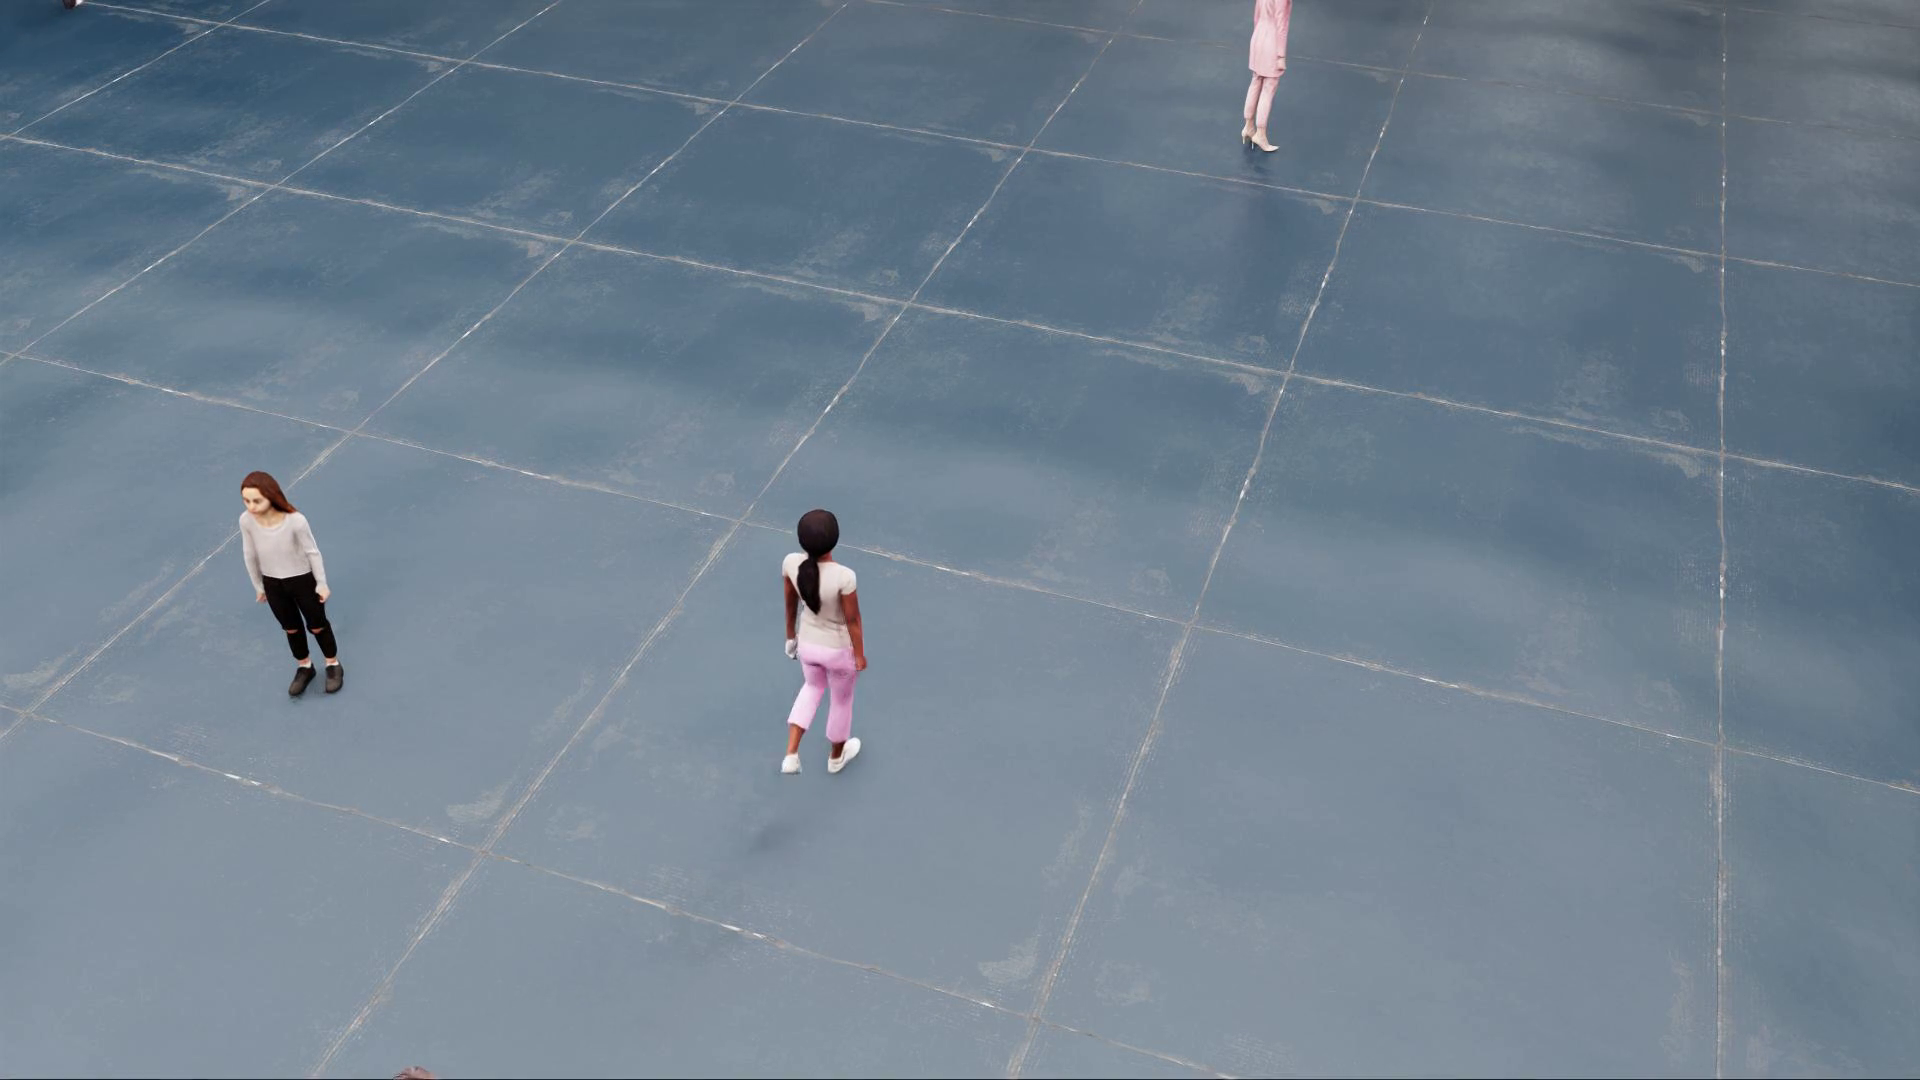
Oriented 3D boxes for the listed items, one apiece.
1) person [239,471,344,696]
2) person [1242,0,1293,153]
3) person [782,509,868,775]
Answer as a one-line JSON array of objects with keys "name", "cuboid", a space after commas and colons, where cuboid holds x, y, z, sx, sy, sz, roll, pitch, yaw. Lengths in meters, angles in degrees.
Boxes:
[{"name": "person", "cuboid": [-3.685, 0.226, 9.165, 0.606, 1.484, 0.589, -2, 38, -2]}, {"name": "person", "cuboid": [2.721, -4.347, 14.752, 0.751, 1.802, 0.666, -12, 40, -14]}, {"name": "person", "cuboid": [-0.725, 0.608, 8.479, 0.640, 1.728, 0.829, 18, 41, 21]}]
